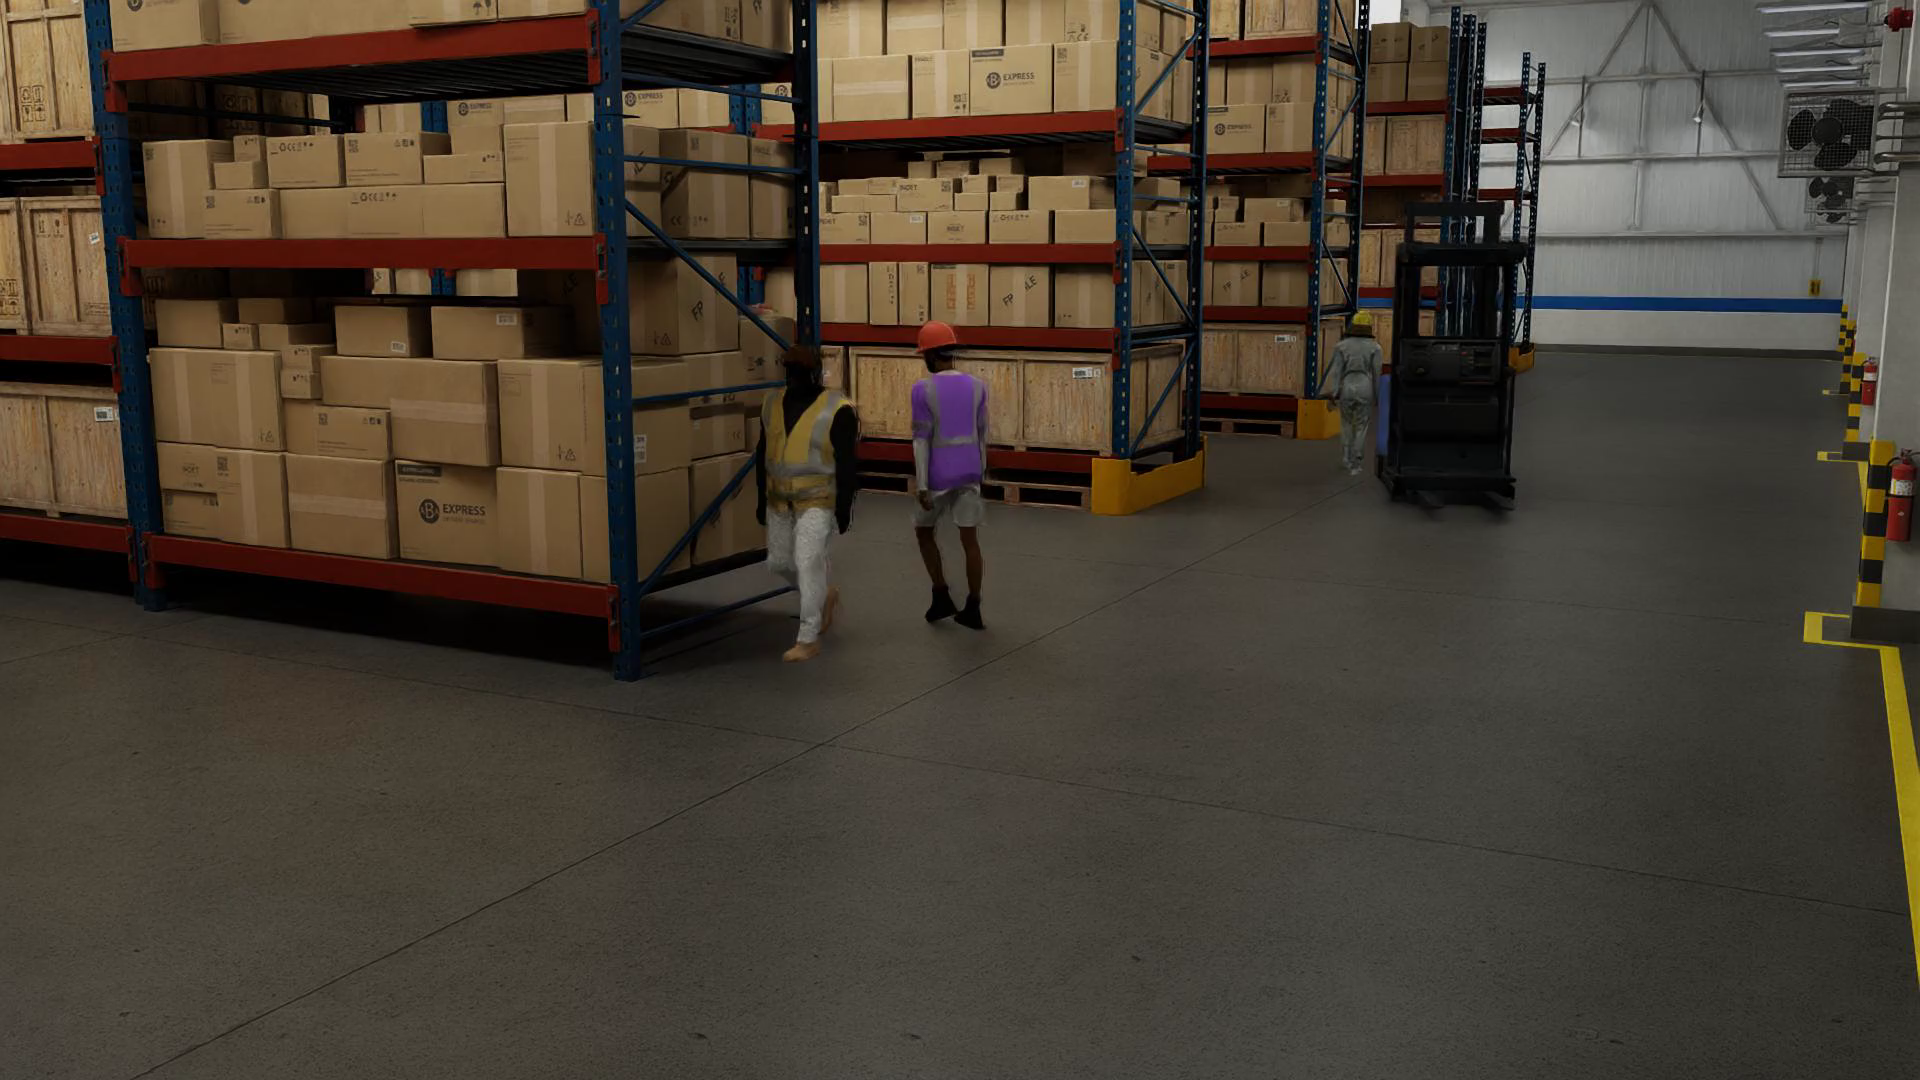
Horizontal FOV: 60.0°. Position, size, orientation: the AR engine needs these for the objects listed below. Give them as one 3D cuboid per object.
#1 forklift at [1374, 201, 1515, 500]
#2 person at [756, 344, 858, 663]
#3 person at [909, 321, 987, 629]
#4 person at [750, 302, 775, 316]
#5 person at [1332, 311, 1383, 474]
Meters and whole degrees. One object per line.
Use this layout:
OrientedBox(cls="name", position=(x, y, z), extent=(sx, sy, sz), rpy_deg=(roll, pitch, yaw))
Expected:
OrientedBox(cls="forklift", position=(4.733, -1.899, 16.243), extent=(1.129, 2.768, 1.873), rpy_deg=(1, 10, 7))
OrientedBox(cls="person", position=(-0.876, -0.233, 9.651), extent=(0.637, 1.823, 0.609), rpy_deg=(5, 11, 29))
OrientedBox(cls="person", position=(-0.054, -0.400, 10.355), extent=(0.595, 1.906, 0.530), rpy_deg=(-5, 11, -28))
OrientedBox(cls="person", position=(-1.862, -1.246, 15.334), extent=(0.770, 1.885, 0.652), rpy_deg=(4, 11, 24))
OrientedBox(cls="person", position=(4.248, -1.572, 17.715), extent=(0.509, 1.715, 0.708), rpy_deg=(4, 11, 23))
